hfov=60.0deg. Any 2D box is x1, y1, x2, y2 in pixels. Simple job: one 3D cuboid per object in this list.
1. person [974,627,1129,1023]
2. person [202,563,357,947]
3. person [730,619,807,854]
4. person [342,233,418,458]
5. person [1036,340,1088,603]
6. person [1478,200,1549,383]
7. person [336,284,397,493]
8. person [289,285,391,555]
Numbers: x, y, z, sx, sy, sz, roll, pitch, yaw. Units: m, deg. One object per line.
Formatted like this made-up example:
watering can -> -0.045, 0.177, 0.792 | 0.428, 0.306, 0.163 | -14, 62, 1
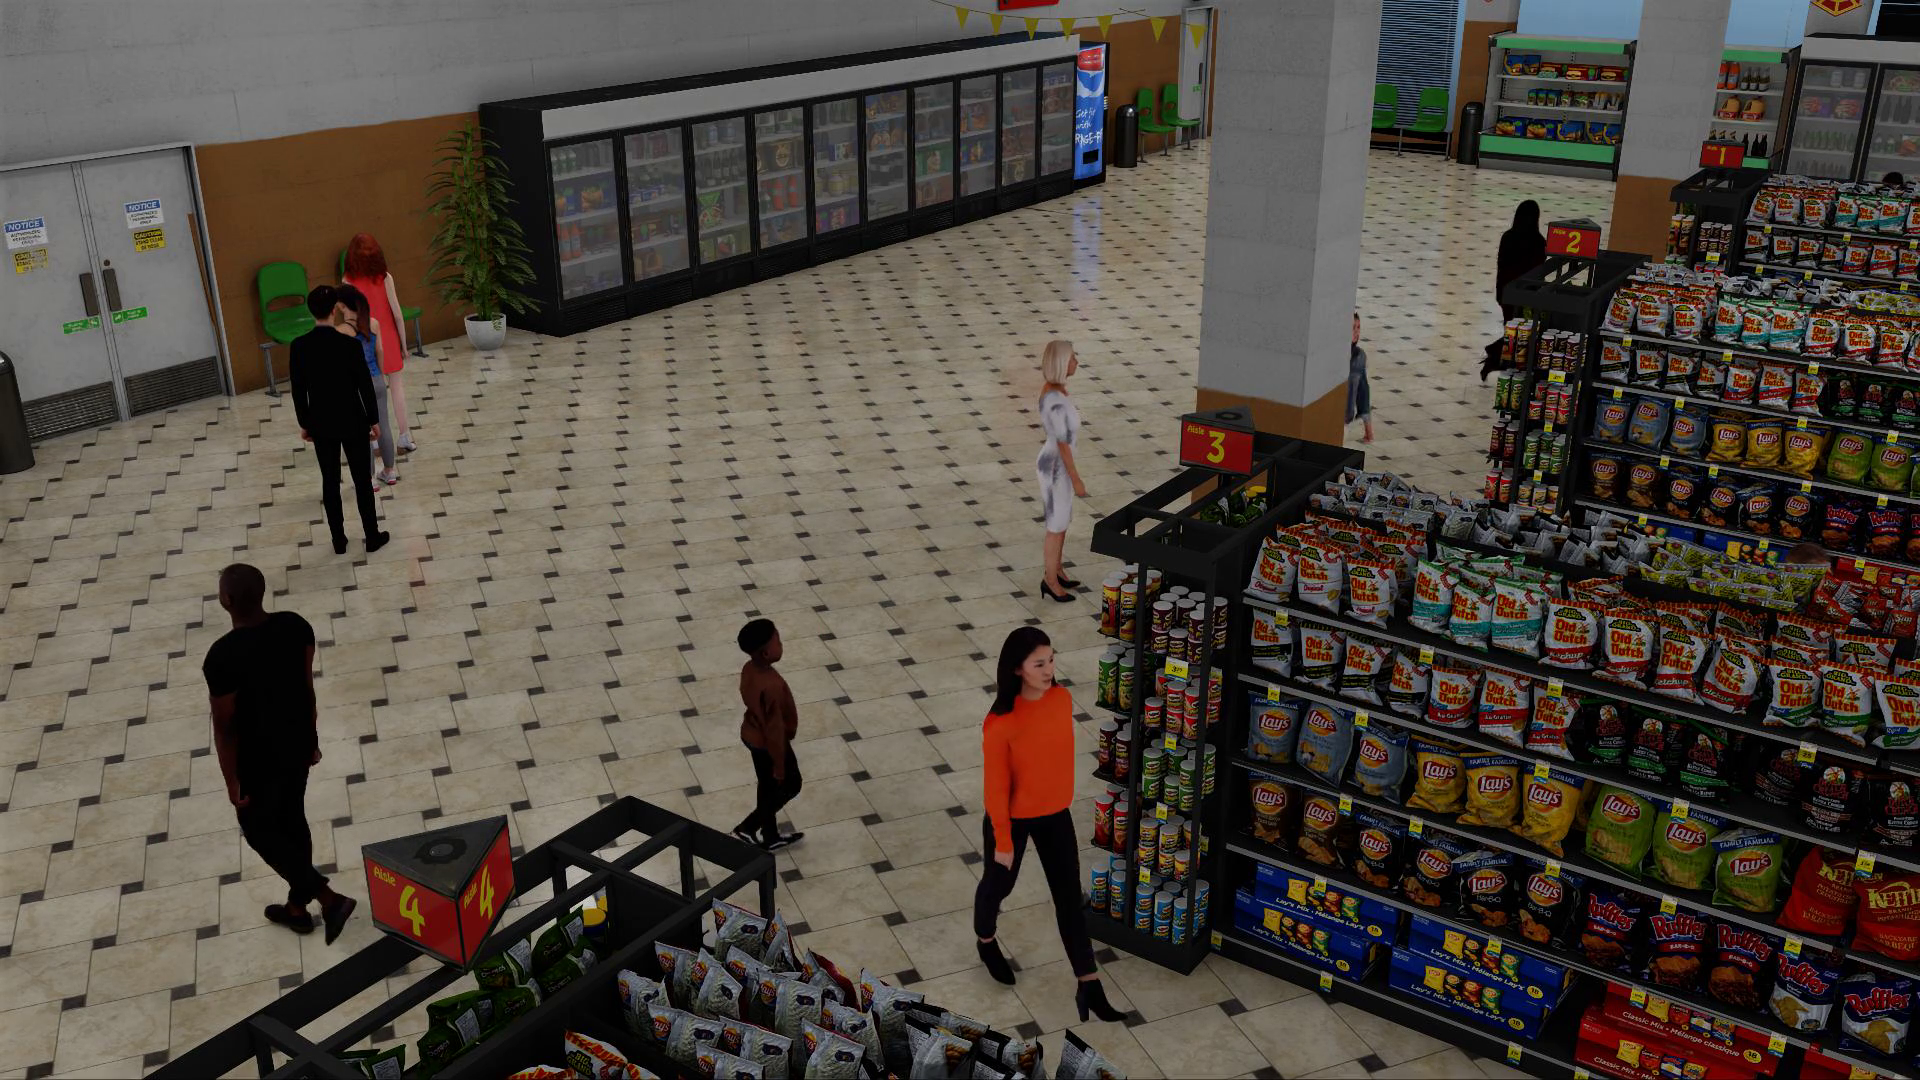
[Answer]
person -> 0.216, 1.141, 6.881 | 0.846, 1.712, 1.147 | -16, 27, -35
person -> -2.910, 0.965, 7.192 | 0.919, 1.806, 0.677 | 13, 26, 30
person -> -0.972, 0.969, 7.929 | 0.713, 1.250, 0.659 | -12, 25, -27
person -> -4.737, -1.581, 13.502 | 0.658, 1.826, 0.740 | -2, 22, -4
person -> 0.605, -0.436, 10.762 | 0.701, 1.745, 0.664 | 1, 22, 1
person -> 5.052, -2.197, 15.156 | 0.971, 1.735, 1.009 | -12, 25, -28
person -> -4.585, -1.178, 12.789 | 0.538, 1.610, 0.561 | 14, 26, 30
person -> -4.316, -0.824, 11.532 | 0.767, 1.891, 0.841 | -3, 22, -6
